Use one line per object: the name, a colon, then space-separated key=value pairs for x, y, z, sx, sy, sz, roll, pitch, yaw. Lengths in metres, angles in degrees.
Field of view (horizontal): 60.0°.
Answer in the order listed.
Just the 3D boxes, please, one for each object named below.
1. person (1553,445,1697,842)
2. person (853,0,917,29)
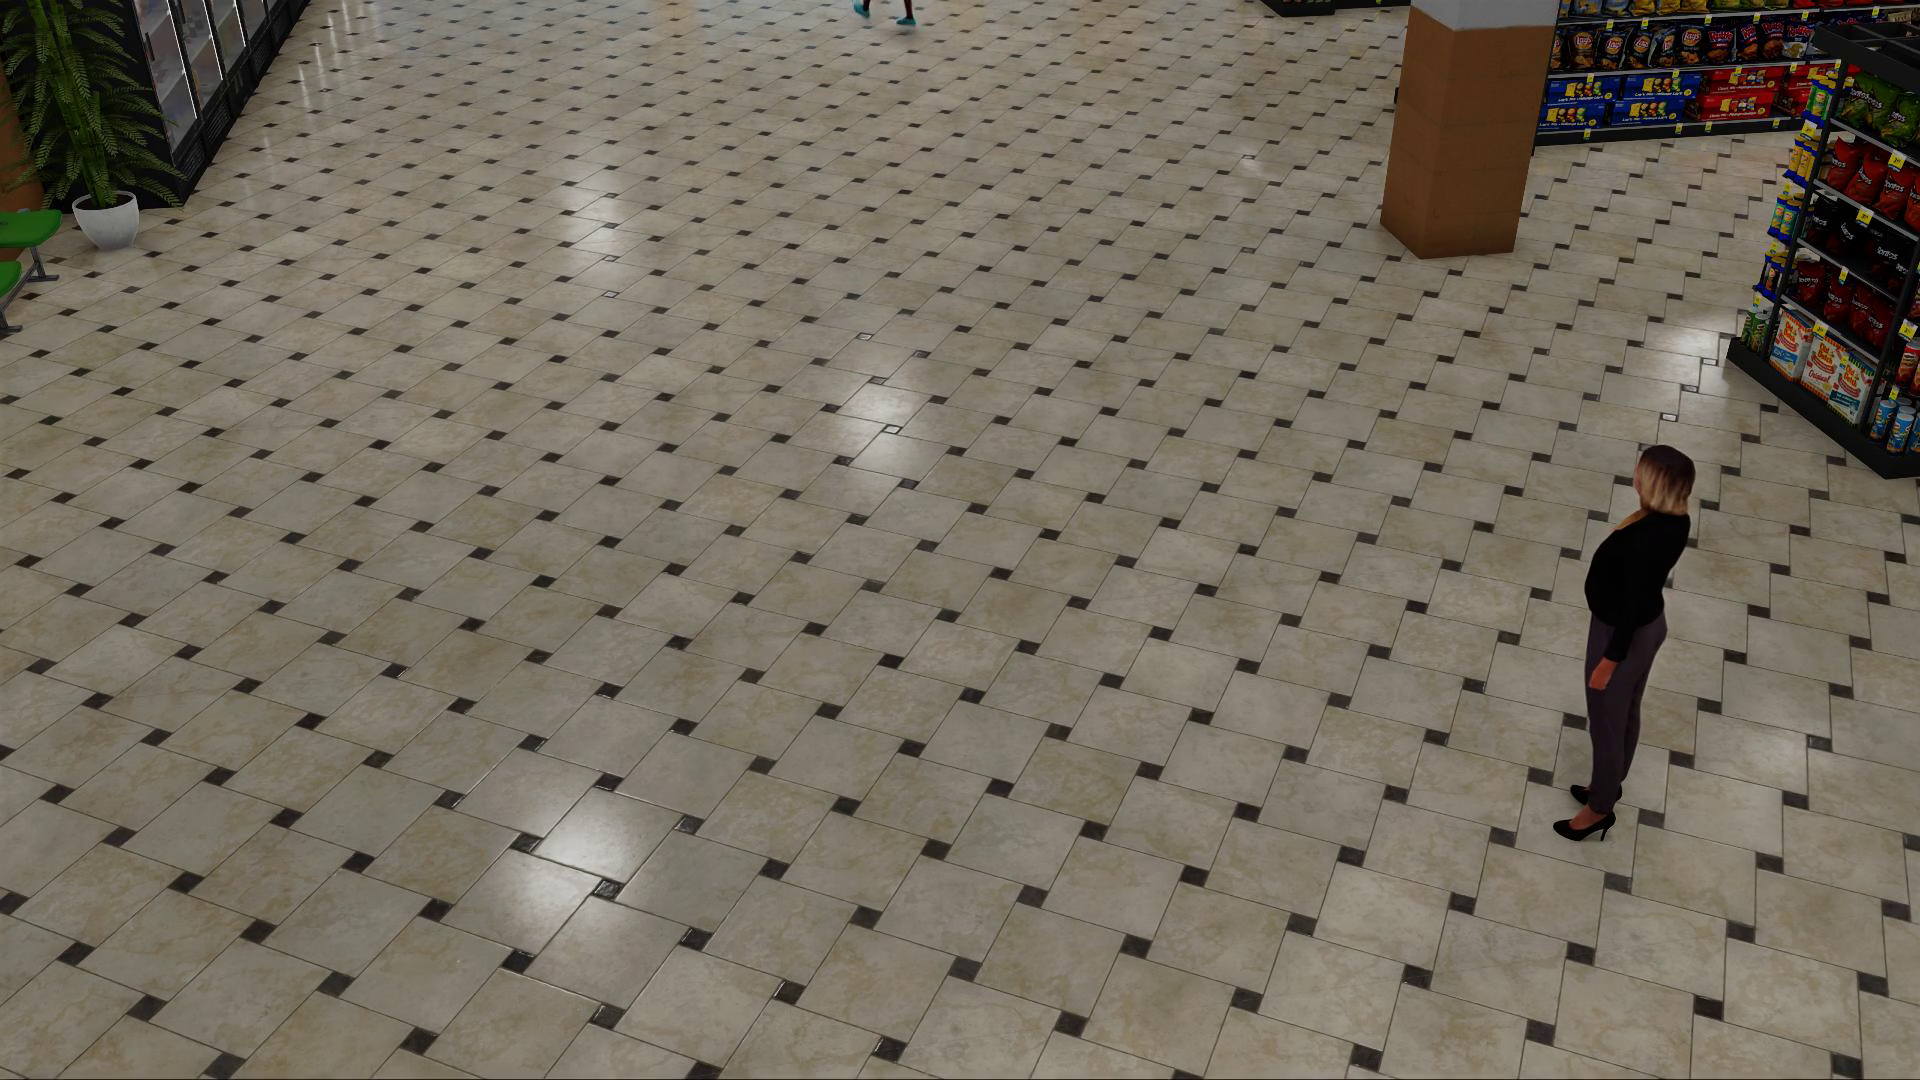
person: x=2.454 y=0.401 z=6.117 sx=0.741 sy=1.669 sz=0.677 roll=21 pitch=37 yaw=30
person: x=-0.656 y=-5.784 z=16.050 sx=1.114 sy=1.677 sz=0.970 roll=-22 pitch=38 yaw=-31
